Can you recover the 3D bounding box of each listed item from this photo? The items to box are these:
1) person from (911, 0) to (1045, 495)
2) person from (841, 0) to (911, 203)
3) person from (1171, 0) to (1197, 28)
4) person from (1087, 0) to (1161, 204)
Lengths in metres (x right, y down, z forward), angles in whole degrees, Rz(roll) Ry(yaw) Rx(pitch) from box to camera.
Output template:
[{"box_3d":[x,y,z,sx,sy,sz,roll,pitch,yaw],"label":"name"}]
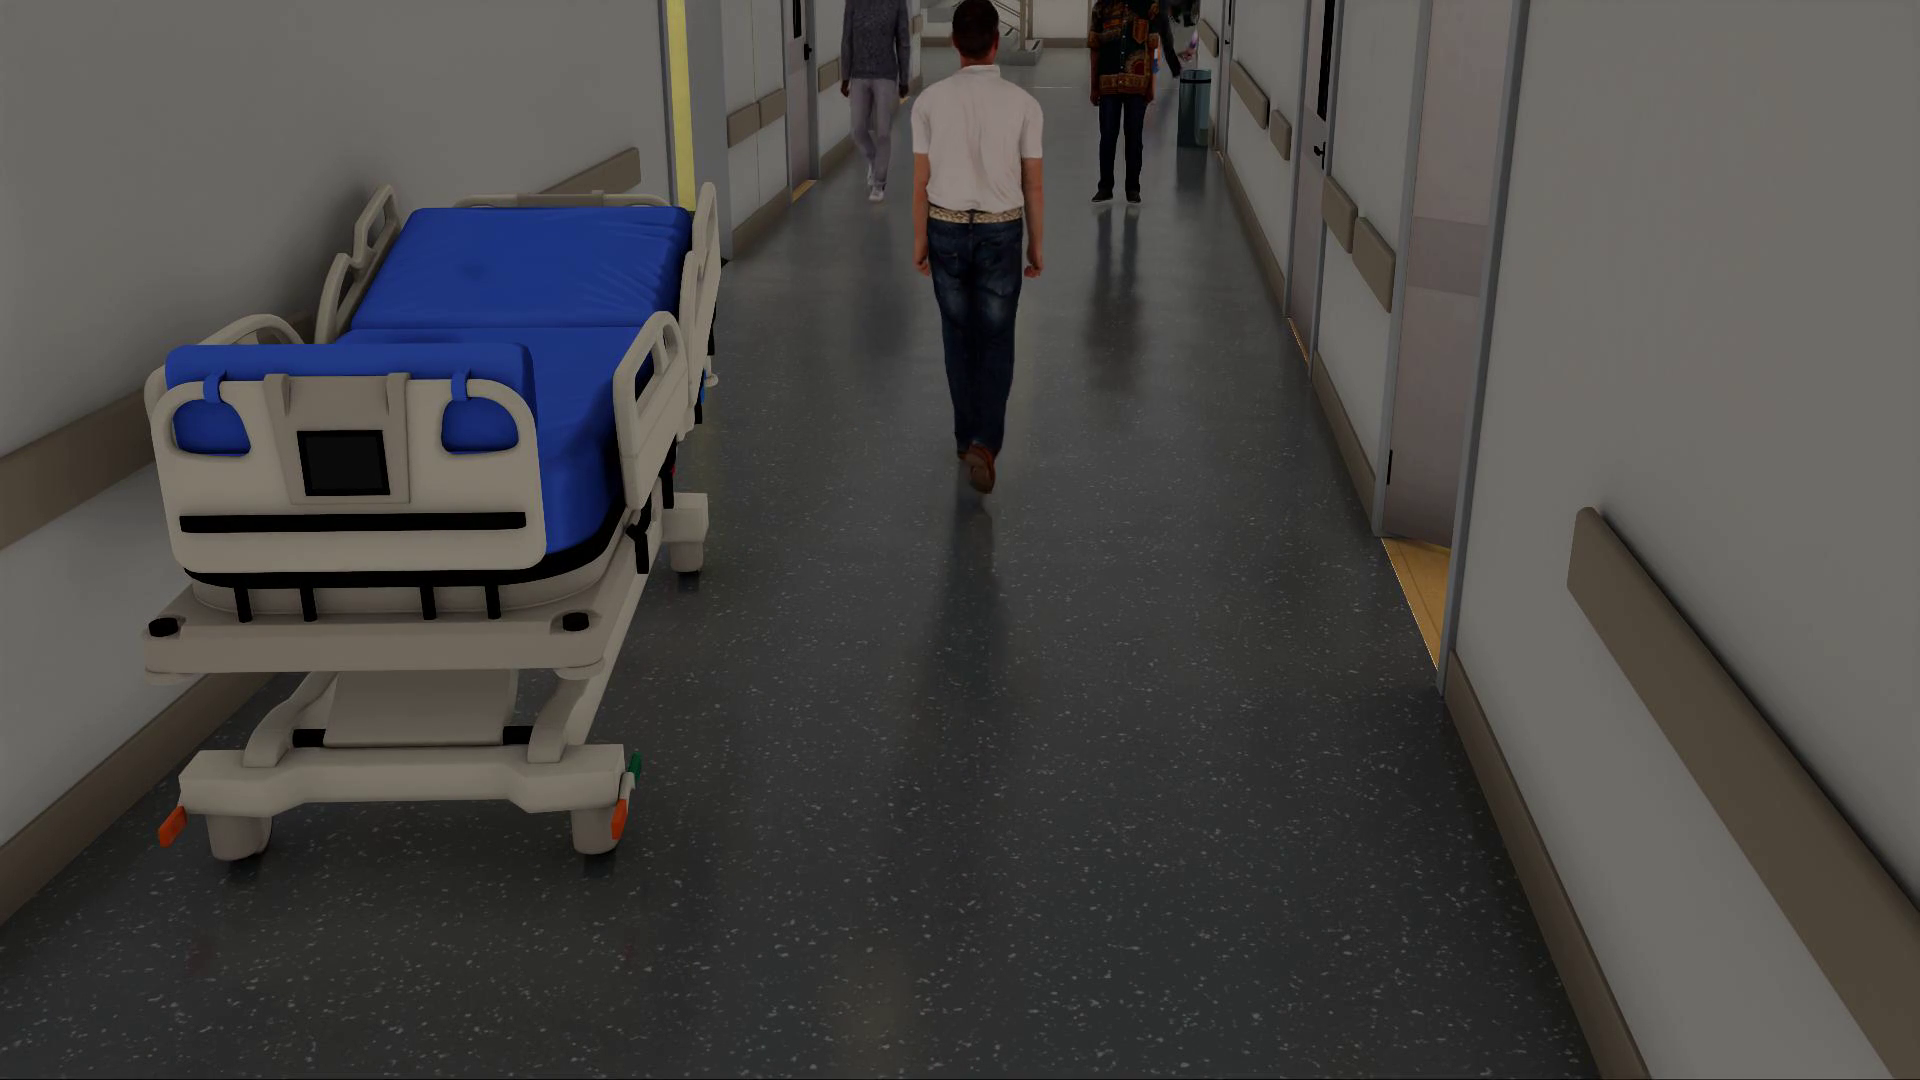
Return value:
[{"box_3d":[0.050,-1.085,6.356,1.121,1.819,0.731,2,21,5],"label":"person"},{"box_3d":[-0.645,-3.588,12.951,0.780,1.828,0.793,4,21,9],"label":"person"},{"box_3d":[4.382,-10.944,32.371,1.056,1.826,0.963,19,28,41],"label":"person"},{"box_3d":[1.245,-3.490,12.664,0.586,1.807,0.753,3,21,7],"label":"person"}]
